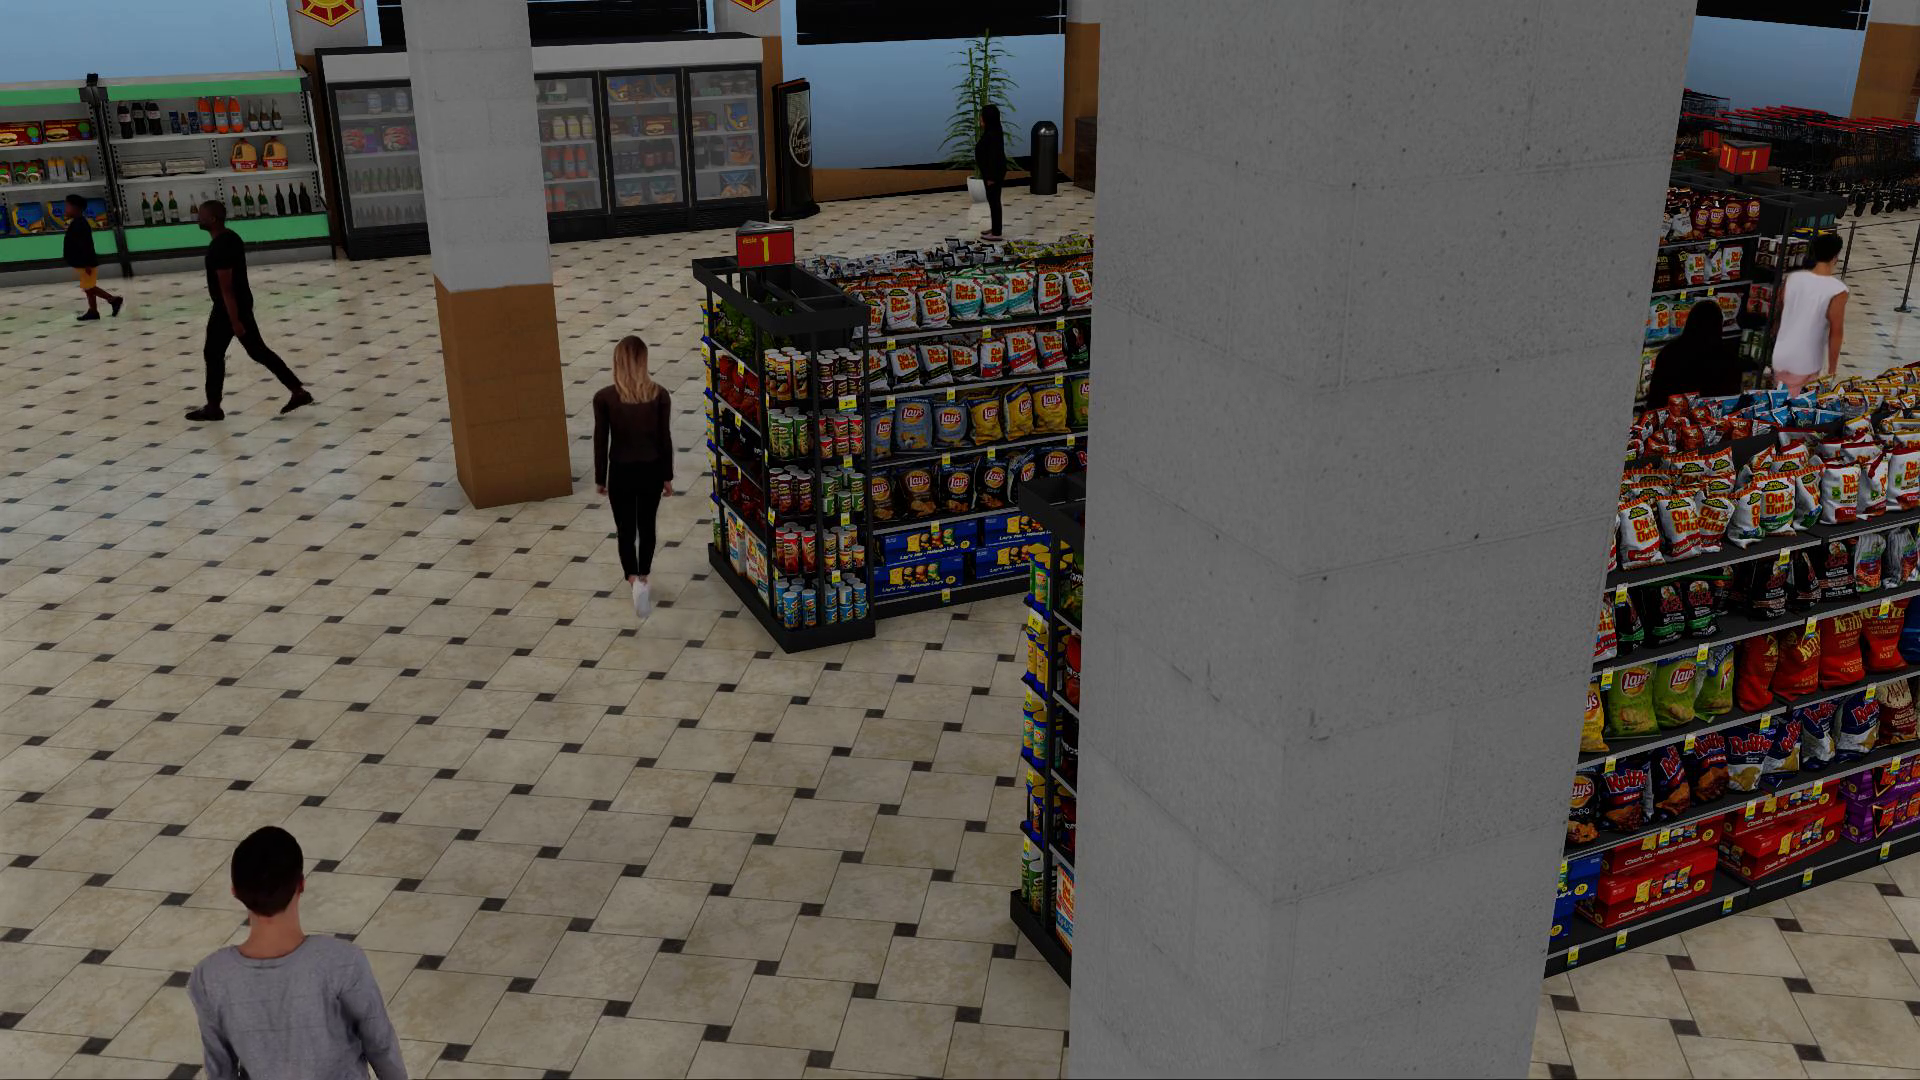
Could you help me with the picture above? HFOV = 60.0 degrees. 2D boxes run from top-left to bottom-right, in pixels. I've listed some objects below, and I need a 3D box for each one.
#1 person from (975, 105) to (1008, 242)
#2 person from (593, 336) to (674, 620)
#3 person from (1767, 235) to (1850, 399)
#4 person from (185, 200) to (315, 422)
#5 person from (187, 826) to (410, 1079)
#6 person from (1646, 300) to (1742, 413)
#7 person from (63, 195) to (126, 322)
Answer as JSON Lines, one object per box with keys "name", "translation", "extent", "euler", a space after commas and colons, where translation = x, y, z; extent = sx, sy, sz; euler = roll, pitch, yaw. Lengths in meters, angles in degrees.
{"name": "person", "translation": [0.408, -4.446, 20.123], "extent": [0.735, 1.615, 0.713], "euler": [-2, 22, -4]}
{"name": "person", "translation": [-1.901, -0.334, 9.809], "extent": [1.005, 1.674, 0.766], "euler": [-7, 23, -17]}
{"name": "person", "translation": [6.077, -1.324, 12.167], "extent": [0.682, 1.753, 0.724], "euler": [-13, 25, -29]}
{"name": "person", "translation": [-5.724, -1.807, 13.342], "extent": [1.300, 1.774, 0.930], "euler": [-3, 22, -7]}
{"name": "person", "translation": [-1.790, 1.686, 4.566], "extent": [0.773, 1.836, 0.834], "euler": [-1, 22, -2]}
{"name": "person", "translation": [4.507, -0.600, 10.394], "extent": [0.889, 1.732, 1.063], "euler": [20, 29, 40]}
{"name": "person", "translation": [-8.598, -2.783, 16.459], "extent": [0.723, 1.261, 0.557], "euler": [-7, 23, -17]}
